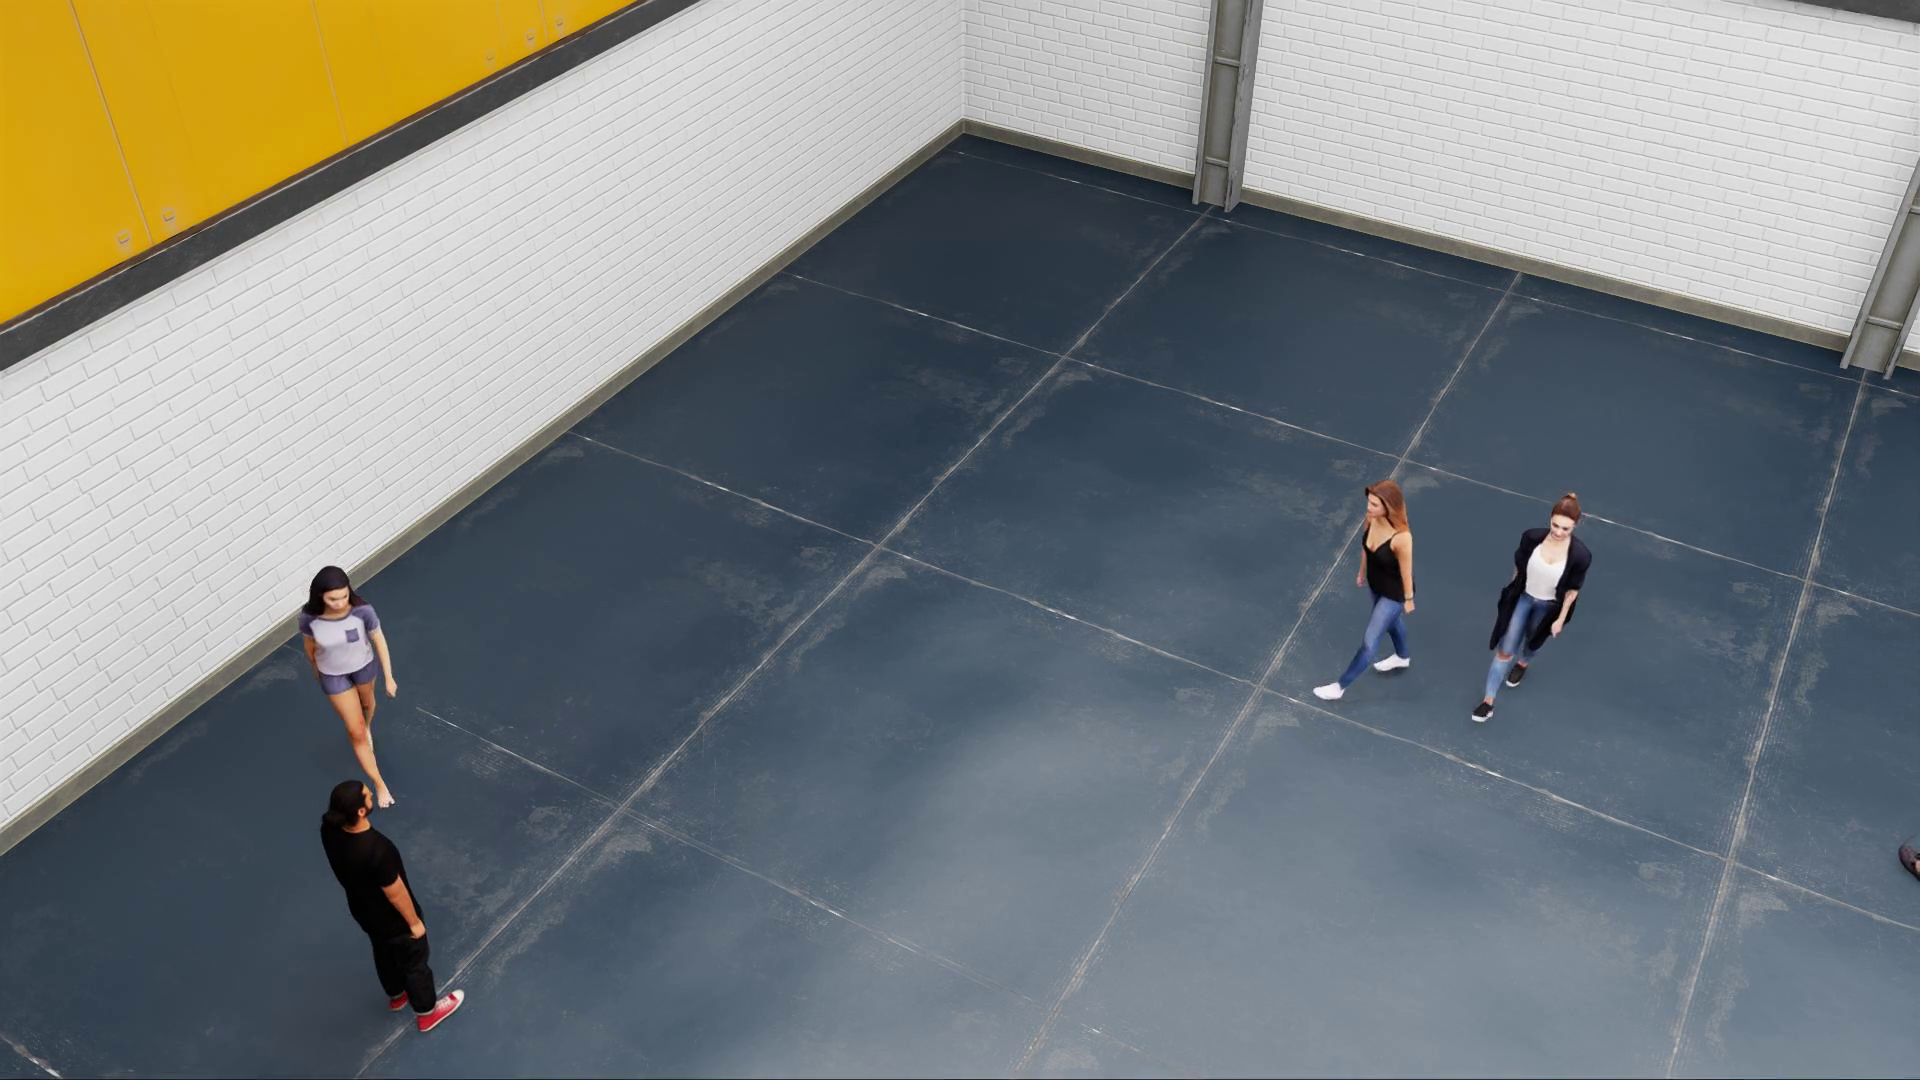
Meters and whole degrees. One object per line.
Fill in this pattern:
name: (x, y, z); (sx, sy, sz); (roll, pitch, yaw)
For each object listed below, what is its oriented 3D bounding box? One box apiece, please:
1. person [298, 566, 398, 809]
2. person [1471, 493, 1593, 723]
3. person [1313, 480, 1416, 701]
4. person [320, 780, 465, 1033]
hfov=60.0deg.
person: (-3.712, 0.759, 10.042); (0.951, 1.670, 1.113); (-12, 40, -14)
person: (3.710, 0.352, 10.568); (0.973, 1.650, 0.709); (23, 44, 26)
person: (2.790, 0.307, 10.616); (1.058, 1.660, 1.031); (-11, 40, -14)
person: (-2.987, 1.889, 8.557); (0.533, 1.757, 0.701); (23, 44, 26)
